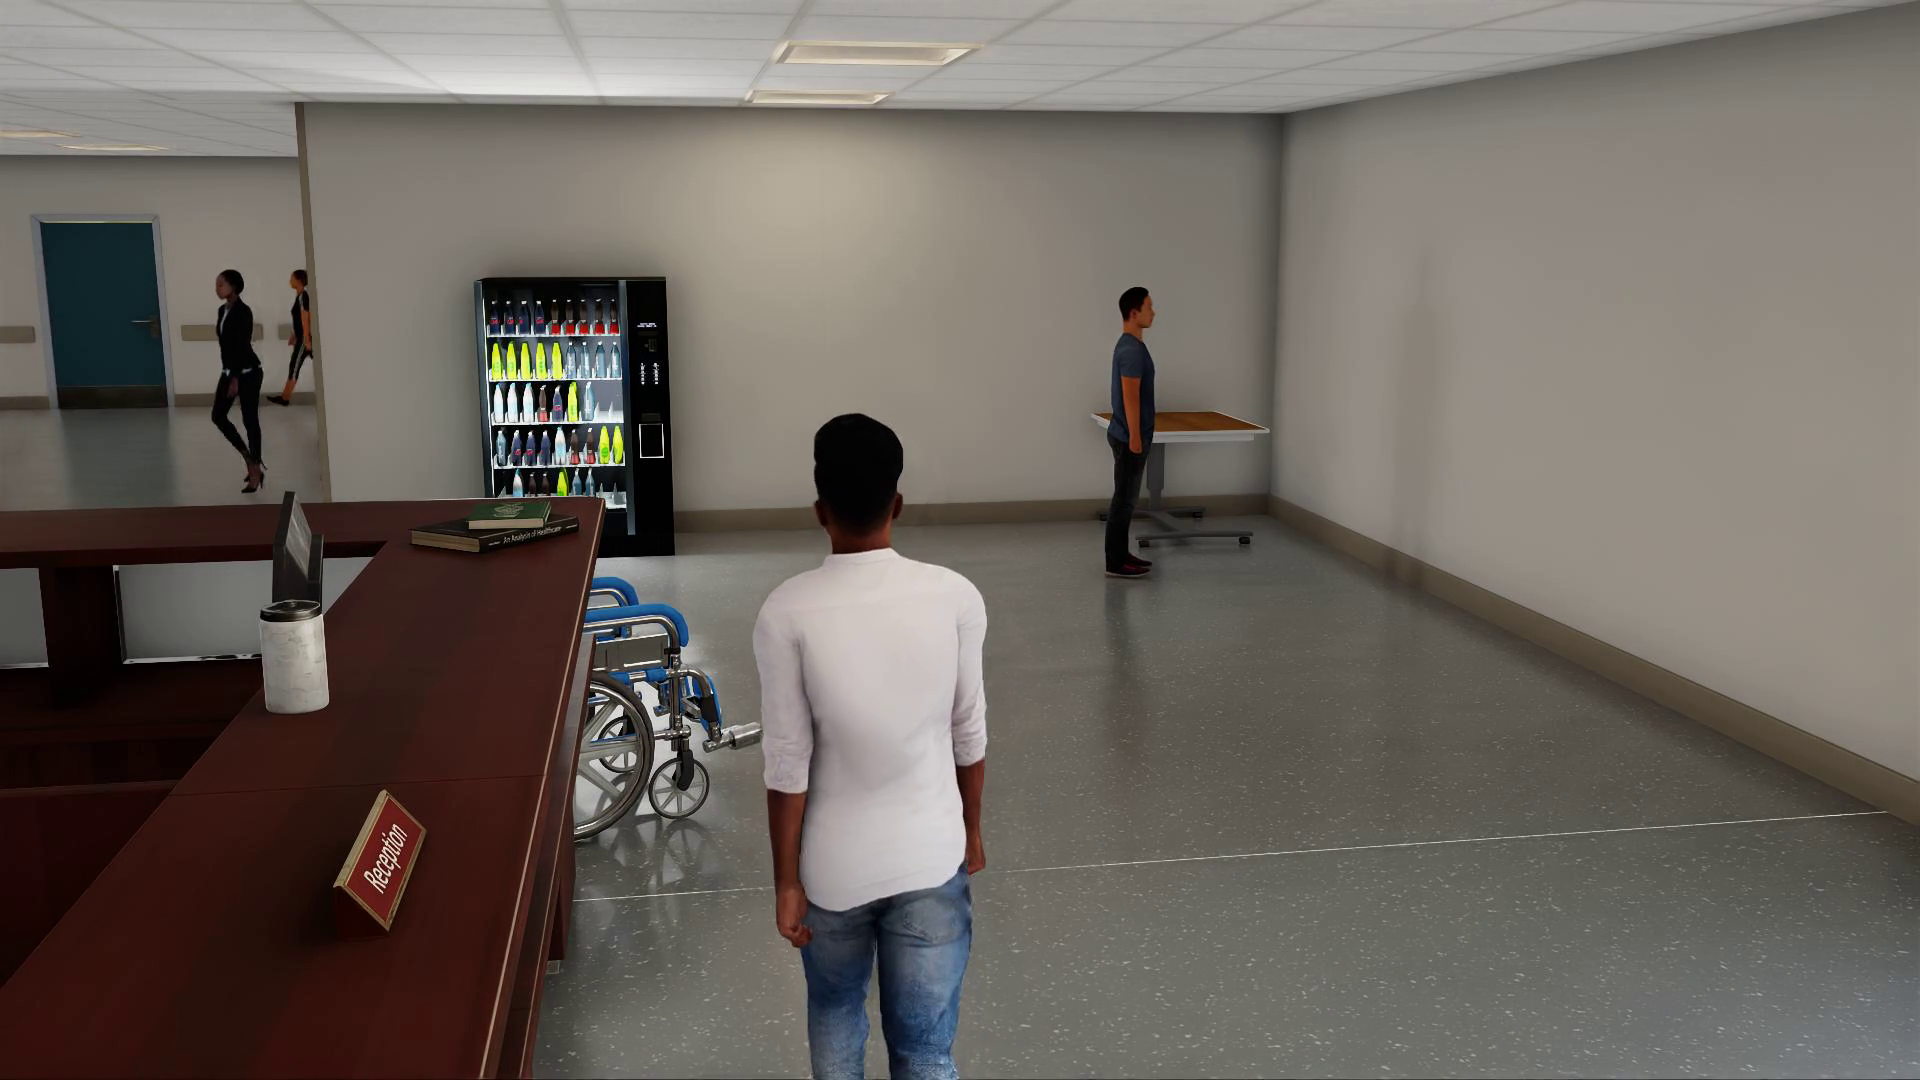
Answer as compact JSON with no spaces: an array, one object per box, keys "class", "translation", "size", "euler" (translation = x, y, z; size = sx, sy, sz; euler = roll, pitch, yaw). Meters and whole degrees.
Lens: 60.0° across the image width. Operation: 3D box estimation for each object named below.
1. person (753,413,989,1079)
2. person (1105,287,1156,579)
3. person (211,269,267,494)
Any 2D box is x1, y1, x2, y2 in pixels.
[{"class":"person","translation":[-0.153,0.673,3.415],"size":[1.127,1.777,0.789],"euler":[-1,11,-4]},{"class":"person","translation":[1.059,-0.679,10.455],"size":[0.631,1.808,0.690],"euler":[1,11,6]},{"class":"person","translation":[-5.820,-1.296,13.657],"size":[0.747,1.826,0.807],"euler":[7,13,33]}]
